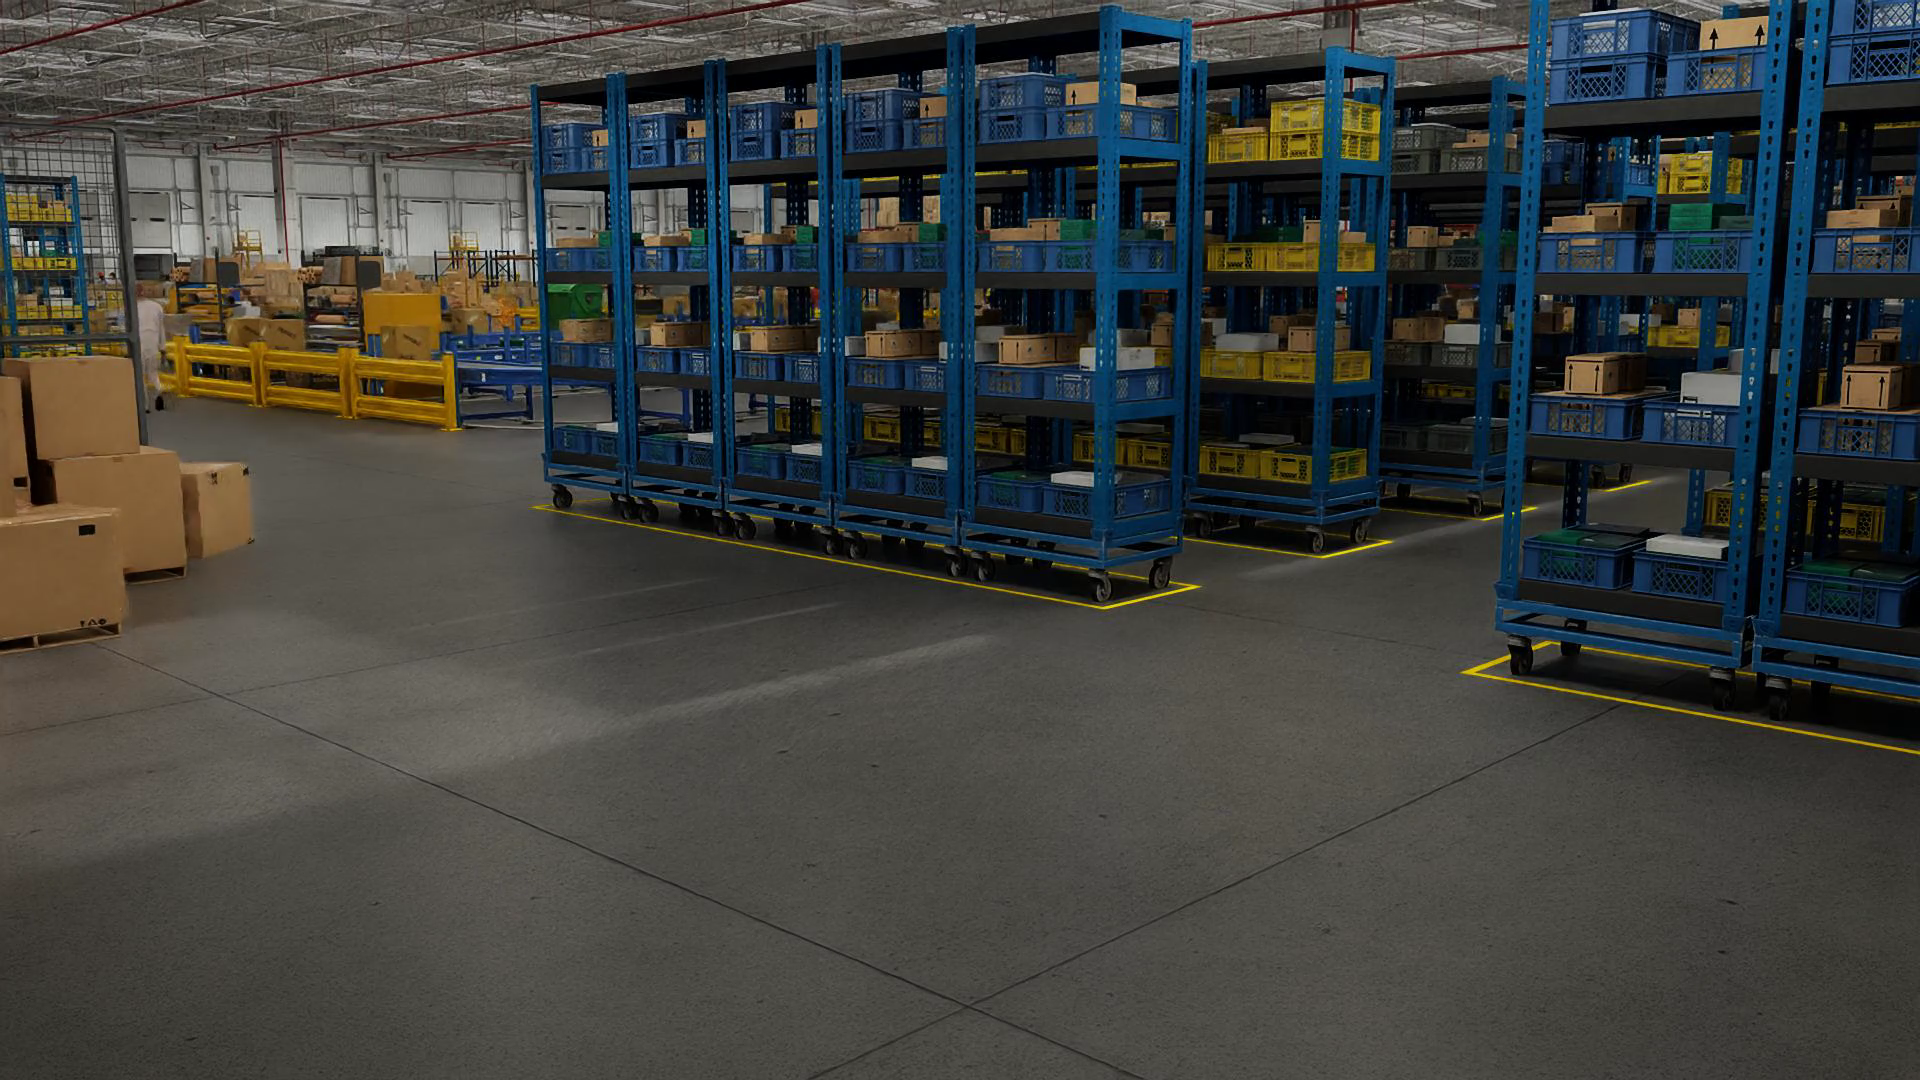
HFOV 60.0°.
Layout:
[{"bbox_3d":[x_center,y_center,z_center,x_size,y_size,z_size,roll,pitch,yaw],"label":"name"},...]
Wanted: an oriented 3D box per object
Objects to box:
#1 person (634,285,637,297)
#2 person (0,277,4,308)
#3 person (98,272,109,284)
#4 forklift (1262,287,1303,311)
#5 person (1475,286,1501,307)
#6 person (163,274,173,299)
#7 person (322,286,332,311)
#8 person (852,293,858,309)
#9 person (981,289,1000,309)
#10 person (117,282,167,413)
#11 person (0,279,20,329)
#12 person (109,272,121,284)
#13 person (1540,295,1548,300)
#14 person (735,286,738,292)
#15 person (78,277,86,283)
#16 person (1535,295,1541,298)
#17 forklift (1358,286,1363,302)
[{"bbox_3d":[-14.997,-11.297,75.774,0.571,2.000,0.798,-1,9,-5],"label":"person"},{"bbox_3d":[-31.180,-7.728,54.233,0.874,1.937,0.608,0,9,0],"label":"person"},{"bbox_3d":[-37.533,-10.771,72.863,0.543,1.939,0.371,2,9,13],"label":"person"},{"bbox_3d":[10.769,-8.203,54.240,1.129,2.768,1.873,8,12,42],"label":"forklift"},{"bbox_3d":[9.207,-3.606,28.951,0.443,1.927,0.636,-4,10,-25],"label":"person"},{"bbox_3d":[-33.281,-10.234,69.881,0.507,1.847,0.719,2,10,15],"label":"person"},{"bbox_3d":[-22.819,-8.657,60.085,1.016,1.882,0.567,-1,9,-8],"label":"person"},{"bbox_3d":[-4.367,-9.865,68.138,0.527,1.659,0.526,4,10,22],"label":"person"},{"bbox_3d":[0.594,-3.606,29.468,0.526,1.765,0.329,5,10,27],"label":"person"},{"bbox_3d":[-11.762,-2.761,23.879,0.423,1.891,0.680,7,12,37],"label":"person"},{"bbox_3d":[-29.539,-7.318,51.767,0.590,1.916,0.393,-8,12,-40],"label":"person"},{"bbox_3d":[-35.708,-10.352,70.291,0.633,1.938,0.356,4,10,23],"label":"person"},{"bbox_3d":[16.544,-6.550,47.571,0.376,1.756,0.536,-7,12,-38],"label":"person"},{"bbox_3d":[-9.422,-10.149,69.166,0.573,1.903,0.617,4,10,22],"label":"person"},{"bbox_3d":[-45.073,-12.828,85.303,0.397,1.992,0.621,4,10,25],"label":"person"},{"bbox_3d":[15.344,-6.148,44.896,0.591,1.822,0.403,1,9,3],"label":"person"},{"bbox_3d":[11.100,-7.017,46.970,1.873,2.768,1.129,9,13,43],"label":"forklift"}]
